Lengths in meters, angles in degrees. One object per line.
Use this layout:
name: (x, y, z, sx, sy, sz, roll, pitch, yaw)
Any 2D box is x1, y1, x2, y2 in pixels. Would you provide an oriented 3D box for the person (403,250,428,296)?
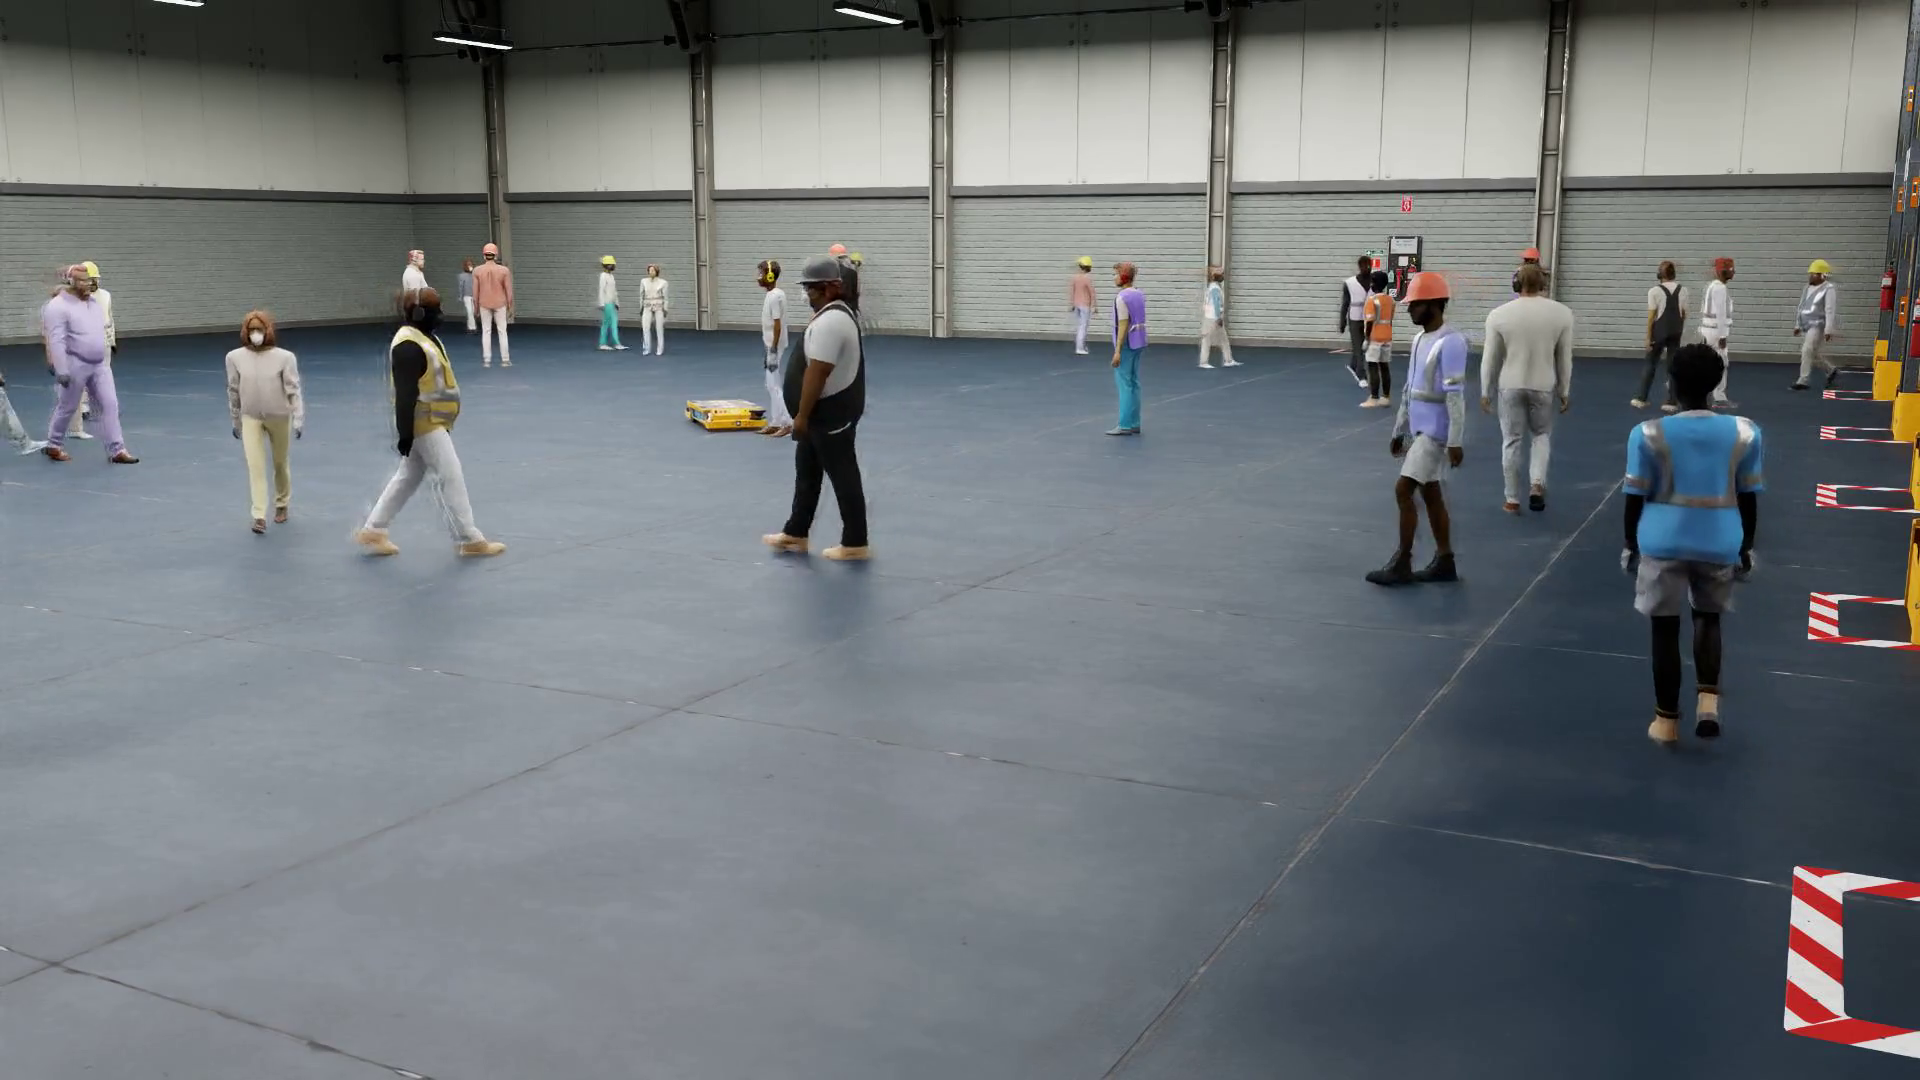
person: (-8.286, -3.475, 25.456, 0.401, 1.904, 0.649, -4, 11, -23)

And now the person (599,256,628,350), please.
person: (-6.385, -4.369, 30.741, 0.712, 1.741, 0.547, 1, 10, 6)

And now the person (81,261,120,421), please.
person: (-10.007, -2.289, 19.194, 0.404, 1.827, 0.600, 6, 12, 30)

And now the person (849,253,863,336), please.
person: (-2.201, -5.152, 35.003, 0.334, 1.763, 0.522, 2, 10, 8)

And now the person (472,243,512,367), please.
person: (-7.577, -3.801, 26.986, 0.623, 1.992, 0.396, -2, 11, -10)

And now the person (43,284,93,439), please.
person: (-9.294, -1.851, 17.372, 0.362, 1.626, 0.516, 2, 11, 10)

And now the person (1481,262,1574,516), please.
person: (4.274, -1.133, 12.605, 0.657, 1.928, 0.416, 2, 11, 10)

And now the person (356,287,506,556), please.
person: (-3.575, -0.772, 11.003, 0.964, 1.803, 0.631, -2, 11, -8)

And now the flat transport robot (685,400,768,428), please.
flat transport robot: (-2.656, -1.436, 18.792, 0.652, 0.197, 1.431, -4, 11, -19)

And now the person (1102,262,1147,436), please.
person: (1.769, -2.031, 17.756, 0.431, 1.838, 0.600, 5, 12, 25)

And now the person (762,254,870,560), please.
person: (-0.990, -0.874, 10.897, 0.867, 2.000, 0.687, 0, 10, 0)

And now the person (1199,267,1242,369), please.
person: (4.179, -3.528, 26.527, 0.761, 1.605, 0.551, 3, 11, 16)

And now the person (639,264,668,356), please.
person: (-5.441, -4.059, 29.421, 0.551, 1.614, 0.683, 1, 10, 7)

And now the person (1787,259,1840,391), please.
person: (11.794, -2.945, 22.840, 0.769, 1.806, 0.598, -1, 10, -5)

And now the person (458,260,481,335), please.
person: (-10.434, -5.180, 35.589, 0.522, 1.581, 0.843, -9, 14, -40)

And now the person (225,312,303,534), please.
person: (-5.032, -0.863, 12.071, 0.511, 1.578, 0.875, -3, 11, -14)

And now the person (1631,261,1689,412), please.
person: (8.572, -2.480, 20.288, 0.519, 1.836, 0.587, 0, 10, -1)

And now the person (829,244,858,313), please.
person: (-1.812, -3.439, 25.005, 0.612, 1.997, 0.375, -8, 13, -36)

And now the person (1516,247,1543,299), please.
person: (9.361, -3.848, 27.418, 0.373, 1.938, 0.556, 4, 11, 23)

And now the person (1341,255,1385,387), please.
person: (5.705, -3.131, 23.721, 0.623, 1.866, 0.986, -1, 10, -8)

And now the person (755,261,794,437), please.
person: (-1.964, -2.017, 17.652, 0.445, 1.860, 0.579, -1, 10, -7)

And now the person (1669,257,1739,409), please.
person: (9.239, -2.545, 20.495, 0.740, 1.864, 0.577, 4, 11, 21)

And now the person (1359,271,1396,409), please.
person: (5.149, -2.467, 20.522, 0.540, 1.695, 0.317, -9, 14, -41)

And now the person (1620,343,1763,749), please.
person: (3.001, 0.032, 6.886, 0.541, 1.686, 0.364, 2, 11, 9)

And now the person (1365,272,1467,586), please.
person: (2.745, -0.661, 10.103, 0.780, 1.904, 0.563, -1, 10, -6)

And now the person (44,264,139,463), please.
person: (-8.247, -1.641, 15.569, 0.965, 1.867, 0.655, 4, 11, 20)

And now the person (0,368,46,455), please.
person: (-9.279, -1.613, 15.877, 0.898, 1.694, 0.506, -7, 13, -34)

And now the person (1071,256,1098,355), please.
person: (2.278, -4.196, 29.812, 0.599, 1.745, 0.543, -7, 13, -35)
